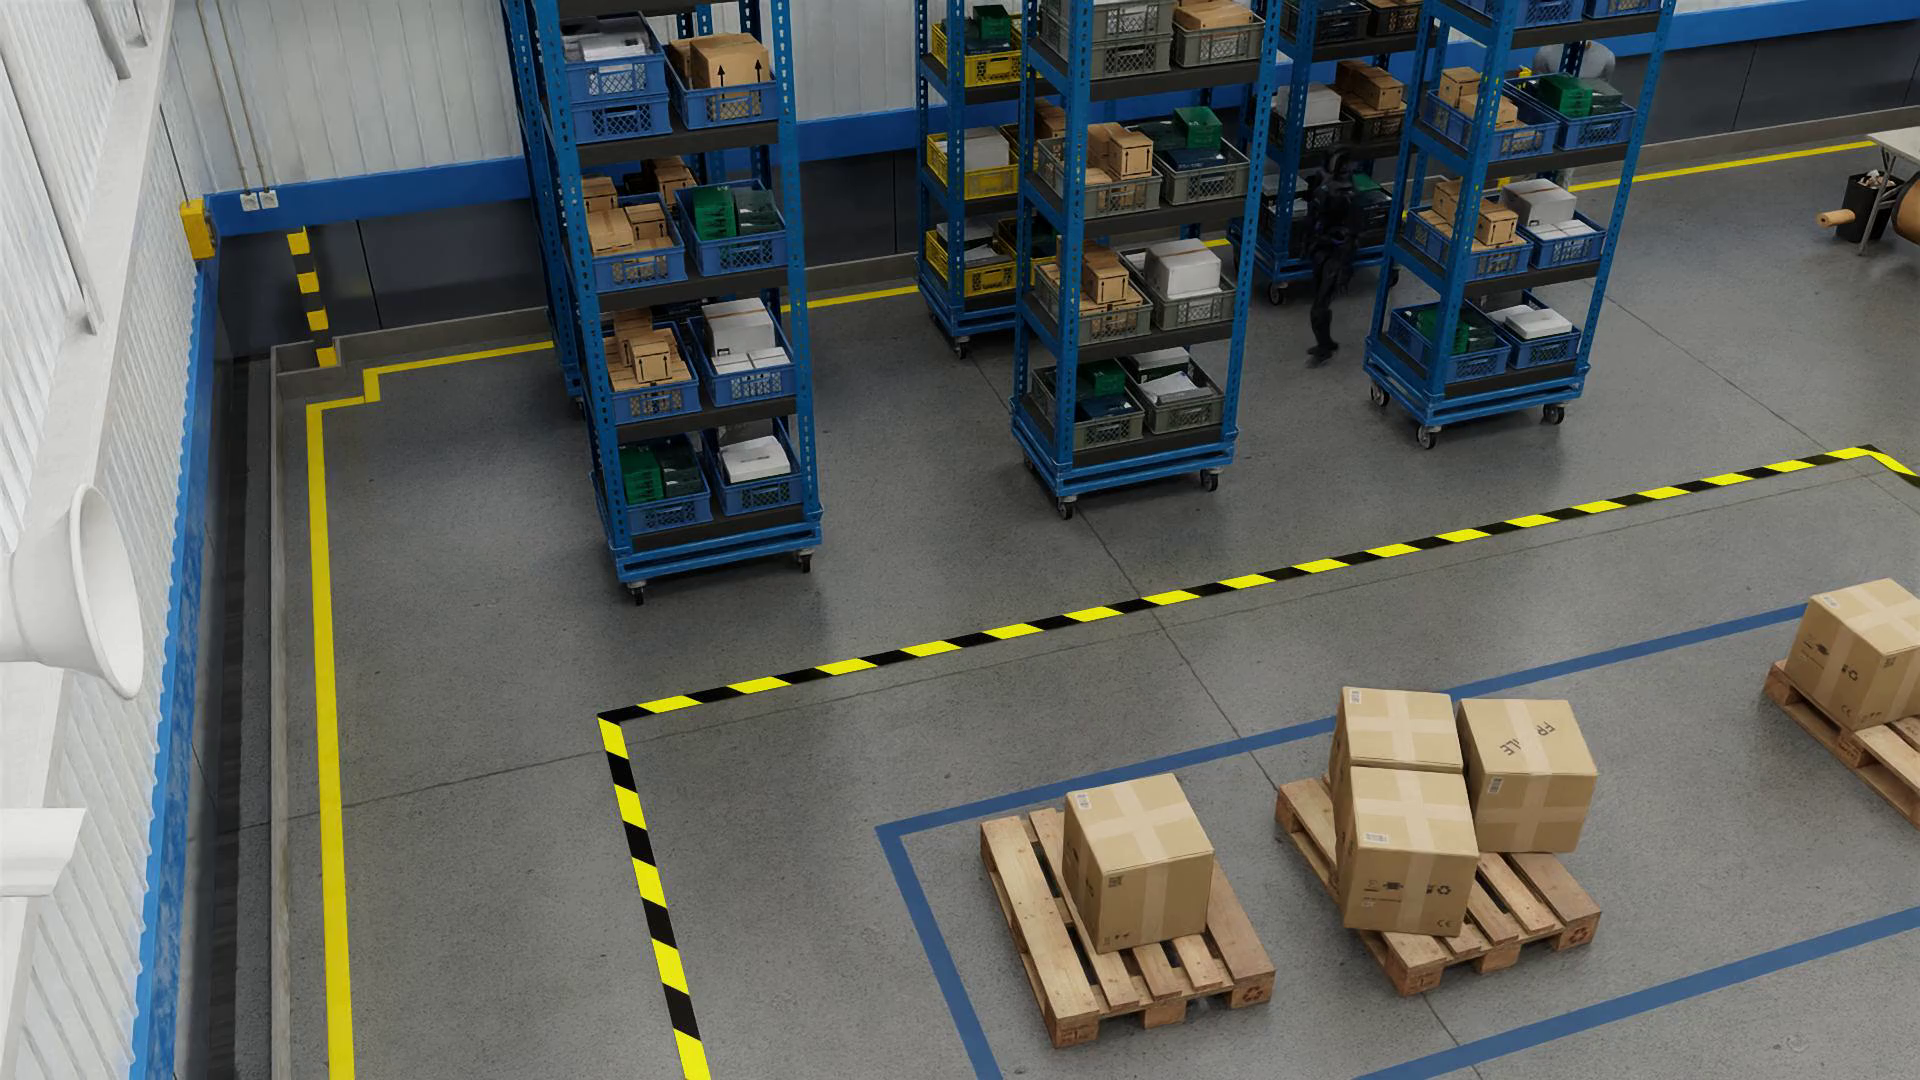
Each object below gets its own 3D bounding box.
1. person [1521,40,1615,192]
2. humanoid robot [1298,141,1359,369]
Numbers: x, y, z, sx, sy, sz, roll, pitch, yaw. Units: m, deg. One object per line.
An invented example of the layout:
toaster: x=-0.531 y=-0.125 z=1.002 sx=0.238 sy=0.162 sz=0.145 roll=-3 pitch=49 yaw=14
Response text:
person: x=4.780 y=-3.276 z=13.252 sx=0.635 sy=1.939 sz=0.365 roll=4 pitch=35 yaw=5
humanoid robot: x=2.610 y=-2.024 z=11.701 sx=0.402 sy=1.644 sz=0.609 roll=-13 pitch=37 yaw=-18
